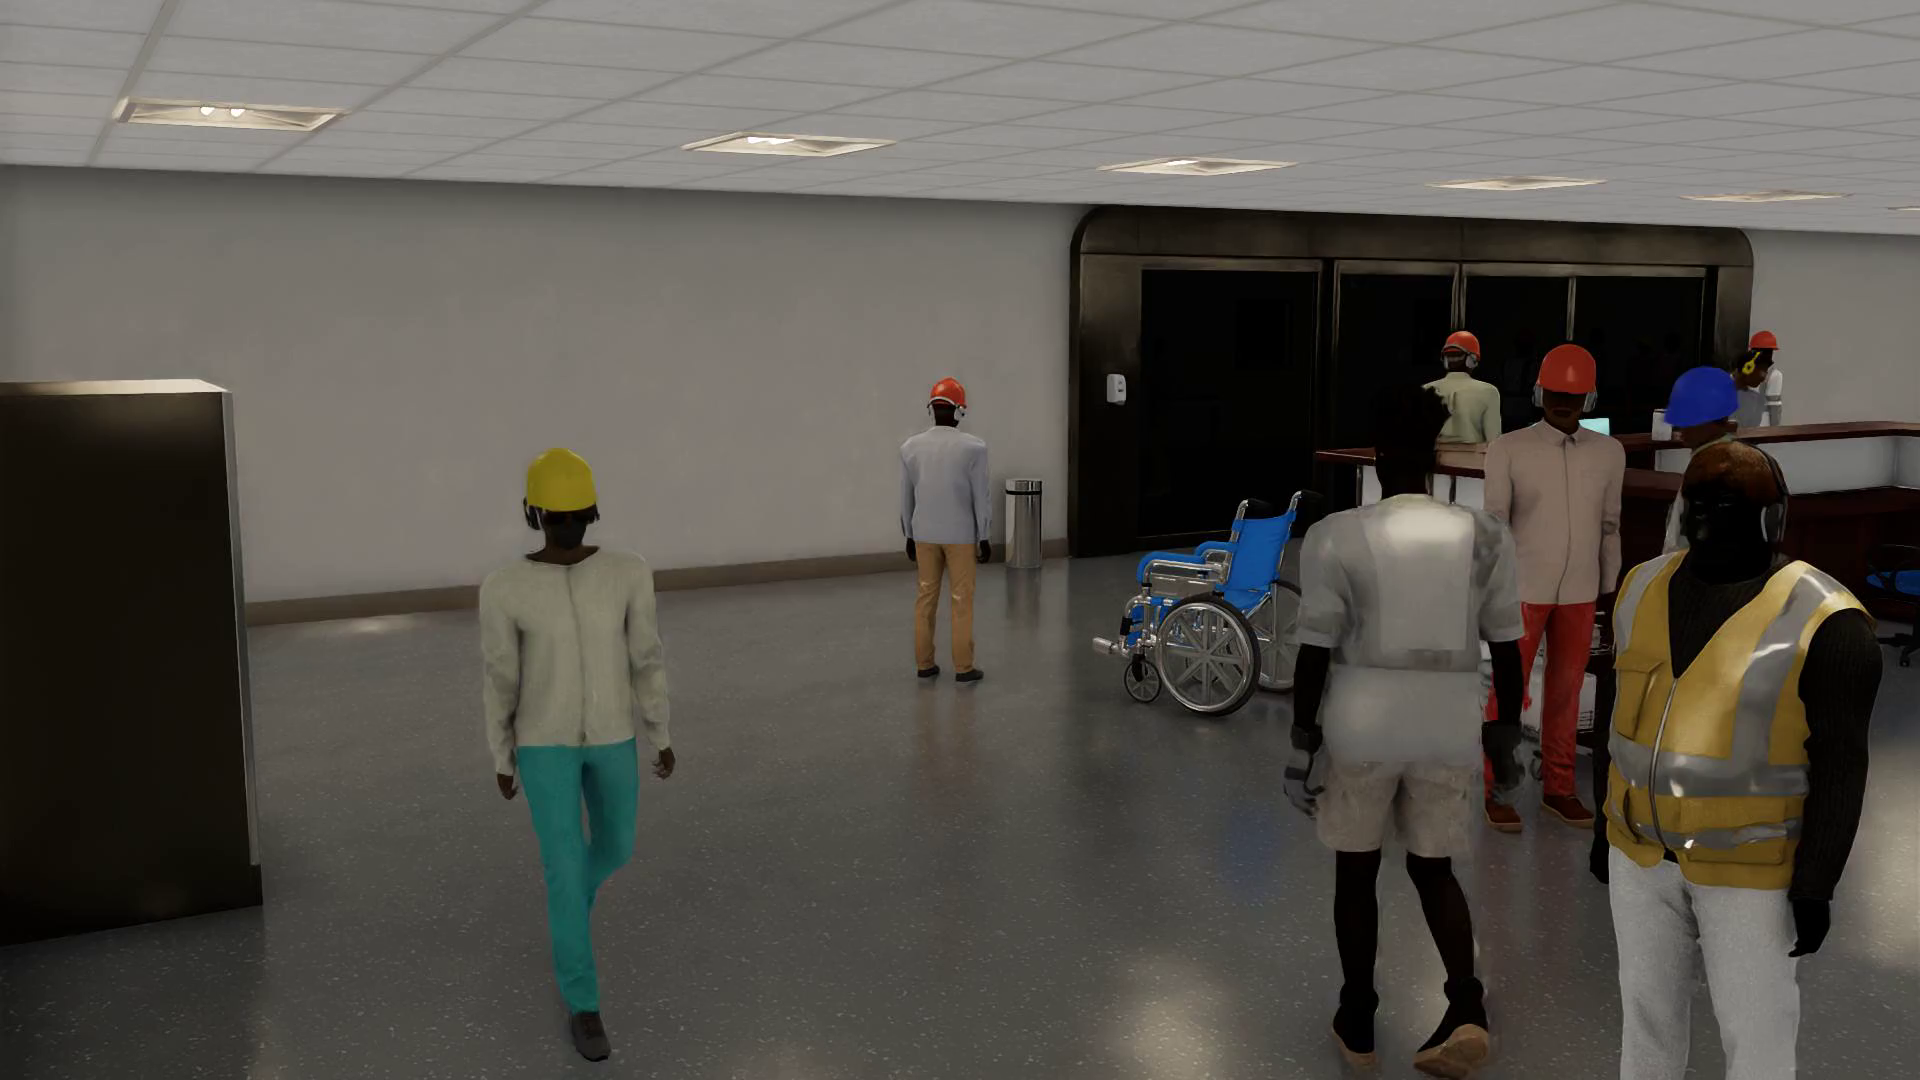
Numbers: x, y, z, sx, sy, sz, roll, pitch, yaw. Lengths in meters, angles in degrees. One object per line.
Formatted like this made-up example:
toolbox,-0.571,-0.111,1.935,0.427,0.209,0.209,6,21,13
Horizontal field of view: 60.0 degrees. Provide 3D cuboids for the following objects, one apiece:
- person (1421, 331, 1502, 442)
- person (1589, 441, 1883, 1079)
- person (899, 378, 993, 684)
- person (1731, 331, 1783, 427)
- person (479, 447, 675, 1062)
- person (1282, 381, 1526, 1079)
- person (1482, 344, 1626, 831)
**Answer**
person,3.437,-0.448,11.520,0.610,1.984,0.400,5,9,30
person,1.674,0.698,3.738,0.429,1.846,0.627,-5,9,-32
person,-0.068,-0.052,9.519,0.564,1.743,0.352,4,9,25
person,7.770,-1.070,16.229,0.387,1.930,0.540,-4,9,-27
person,-1.165,0.577,4.983,0.529,1.739,0.771,-5,9,-31
person,1.228,0.539,4.538,0.659,1.938,0.628,-1,8,-4
person,2.424,0.200,6.803,0.612,1.991,0.392,-1,8,-8
